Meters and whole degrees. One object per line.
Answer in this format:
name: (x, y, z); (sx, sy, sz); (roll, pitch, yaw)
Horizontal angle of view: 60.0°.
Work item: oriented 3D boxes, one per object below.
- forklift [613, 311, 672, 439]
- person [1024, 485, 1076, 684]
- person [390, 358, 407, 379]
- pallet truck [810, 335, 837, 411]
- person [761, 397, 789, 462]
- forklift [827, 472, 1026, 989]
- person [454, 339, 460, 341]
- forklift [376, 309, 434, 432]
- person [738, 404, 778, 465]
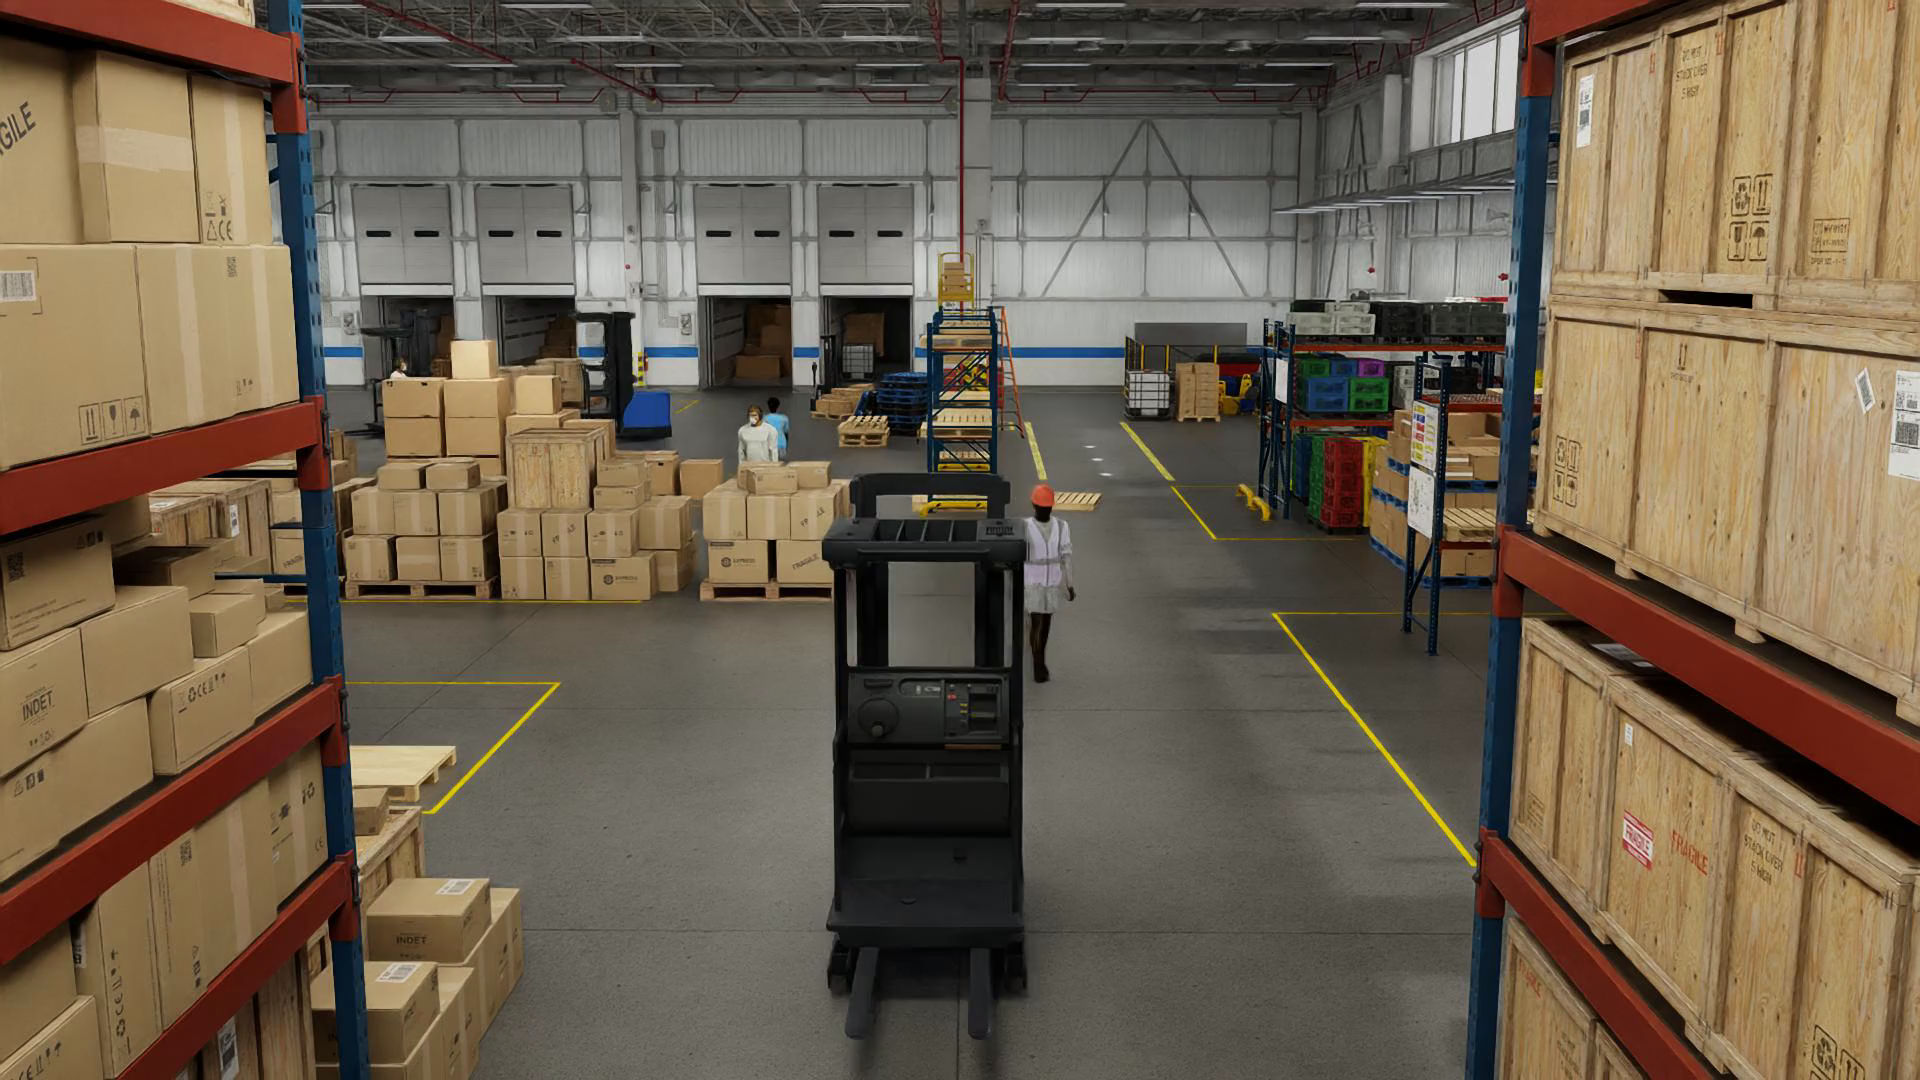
forklift: (-7.380, -3.629, 36.642); (1.873, 2.768, 1.129); (-3, 10, -16)
person: (0.845, 0.428, 16.058); (0.547, 1.907, 0.842); (-3, 10, -18)
person: (-11.679, -2.827, 34.727); (0.355, 1.936, 0.637); (0, 10, -2)
pallet truck: (-3.021, -4.312, 43.126); (1.885, 1.965, 0.823); (3, 10, 17)
person: (-3.178, -1.606, 28.422); (0.539, 1.681, 0.360); (-3, 10, -17)
forklift: (-0.170, 0.991, 9.983); (1.129, 2.768, 1.873); (0, 10, 1)
person: (-14.221, -4.893, 47.365); (0.421, 1.683, 0.545); (2, 10, 11)
forklift: (-12.349, -3.849, 37.908); (1.873, 2.768, 1.129); (-8, 13, -40)
person: (-2.957, -1.025, 24.376); (0.633, 1.932, 0.371); (3, 10, 15)
